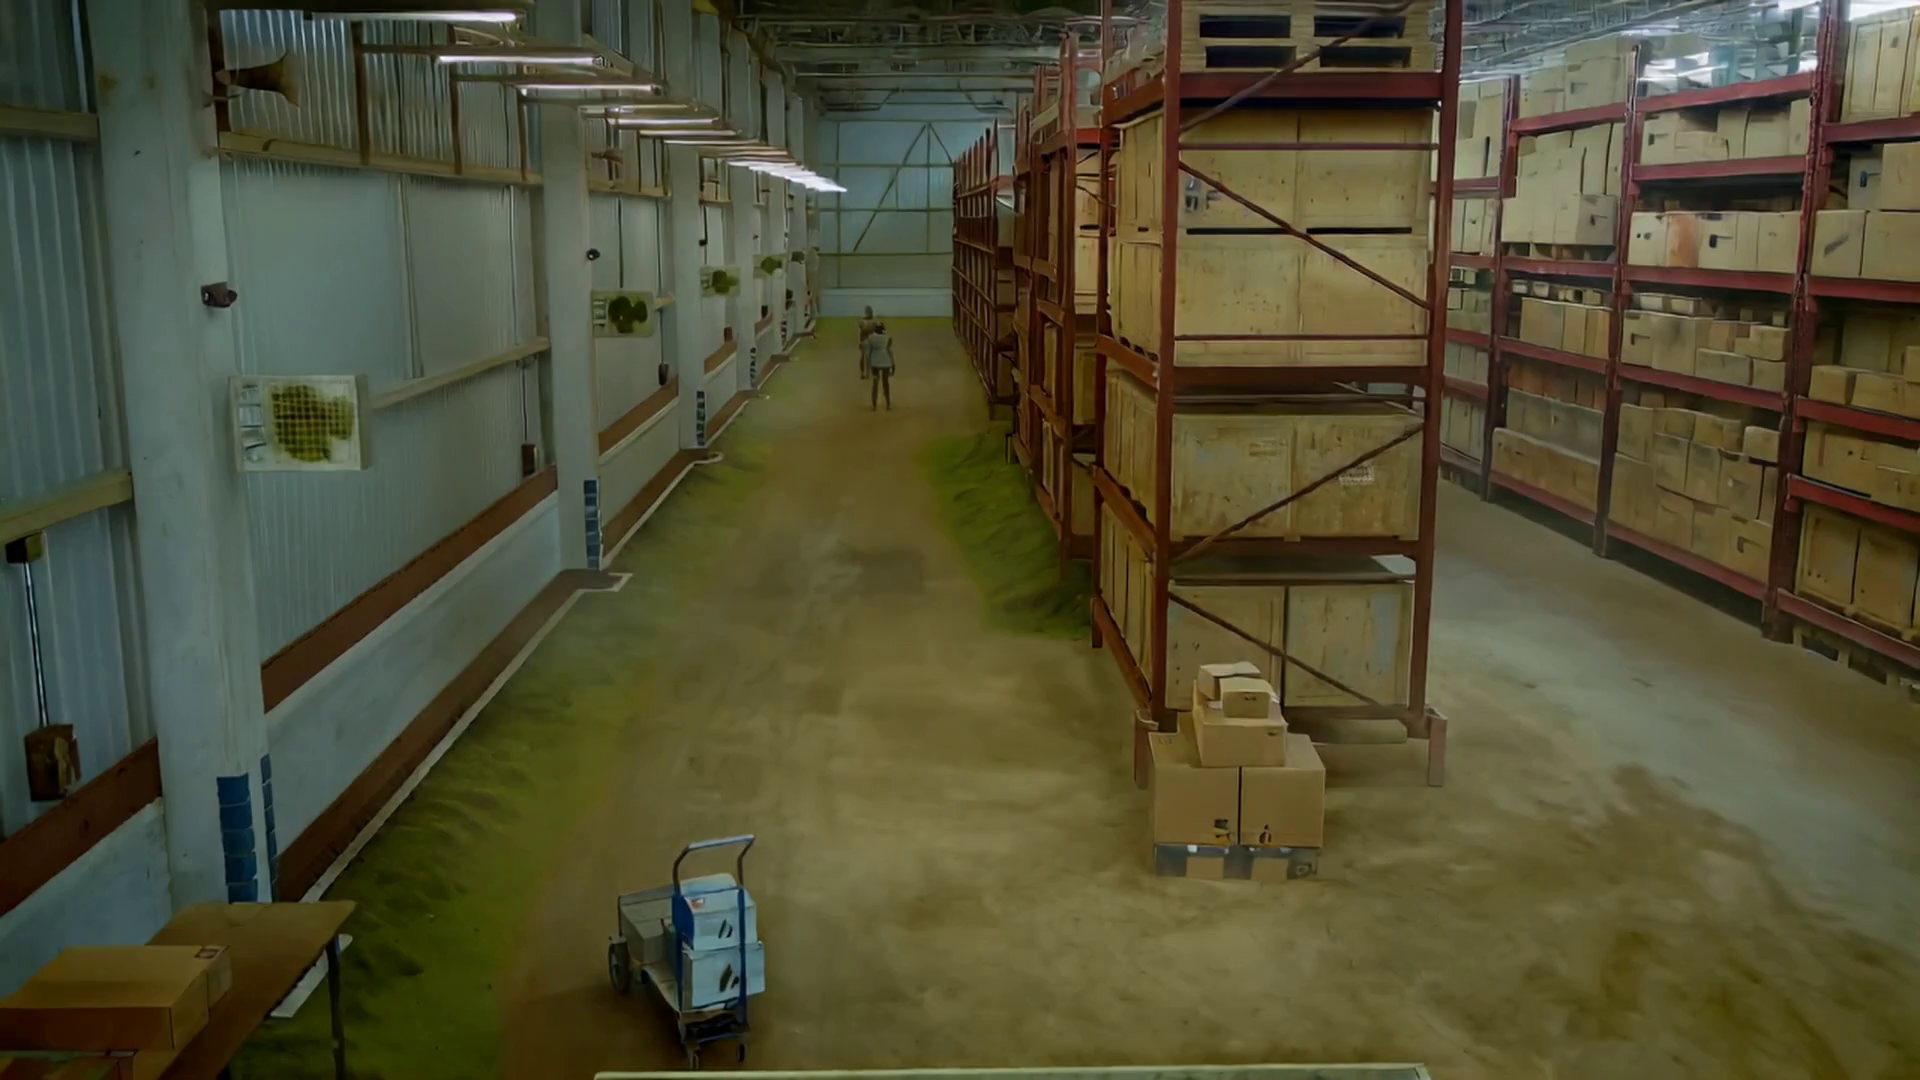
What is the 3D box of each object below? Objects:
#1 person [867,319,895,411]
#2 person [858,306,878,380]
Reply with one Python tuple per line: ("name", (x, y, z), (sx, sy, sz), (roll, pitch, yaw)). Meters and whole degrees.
("person", (-1.688, -3.751, 35.706), (0.618, 1.986, 0.409), (-3, 11, -15))
("person", (-2.338, -5.061, 42.723), (0.593, 1.910, 0.390), (-6, 12, -28))
